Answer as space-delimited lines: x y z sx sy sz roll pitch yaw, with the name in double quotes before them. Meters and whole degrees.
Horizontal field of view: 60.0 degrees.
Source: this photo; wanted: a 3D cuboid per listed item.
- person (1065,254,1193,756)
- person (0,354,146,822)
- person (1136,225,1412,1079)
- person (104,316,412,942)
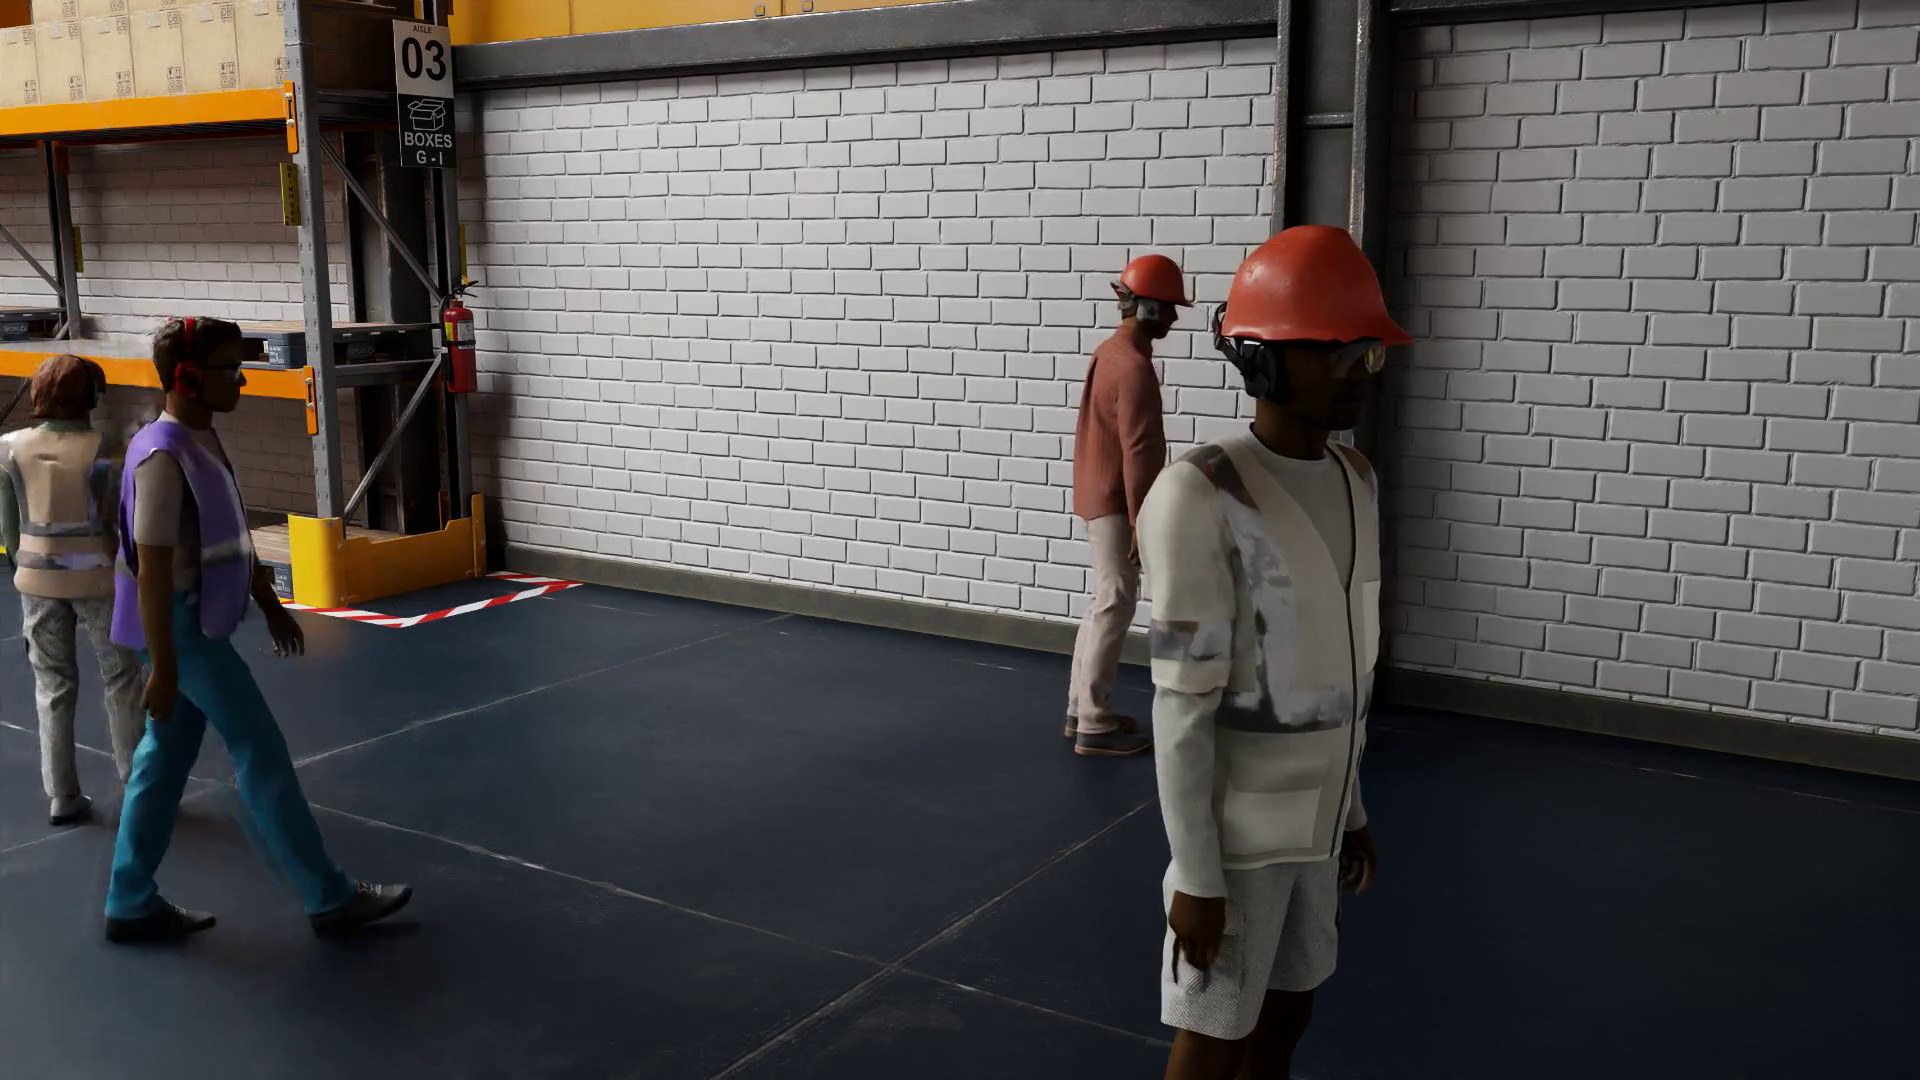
"person" 0.676 -0.131 6.565 0.455 1.970 0.640 -1 10 -5
"person" -3.062 0.172 5.795 0.530 1.633 0.361 -1 10 -5
"person" 0.561 0.489 2.908 0.387 2.045 0.605 9 14 42
"person" -2.070 0.275 4.765 0.935 1.805 0.591 -3 11 -19
